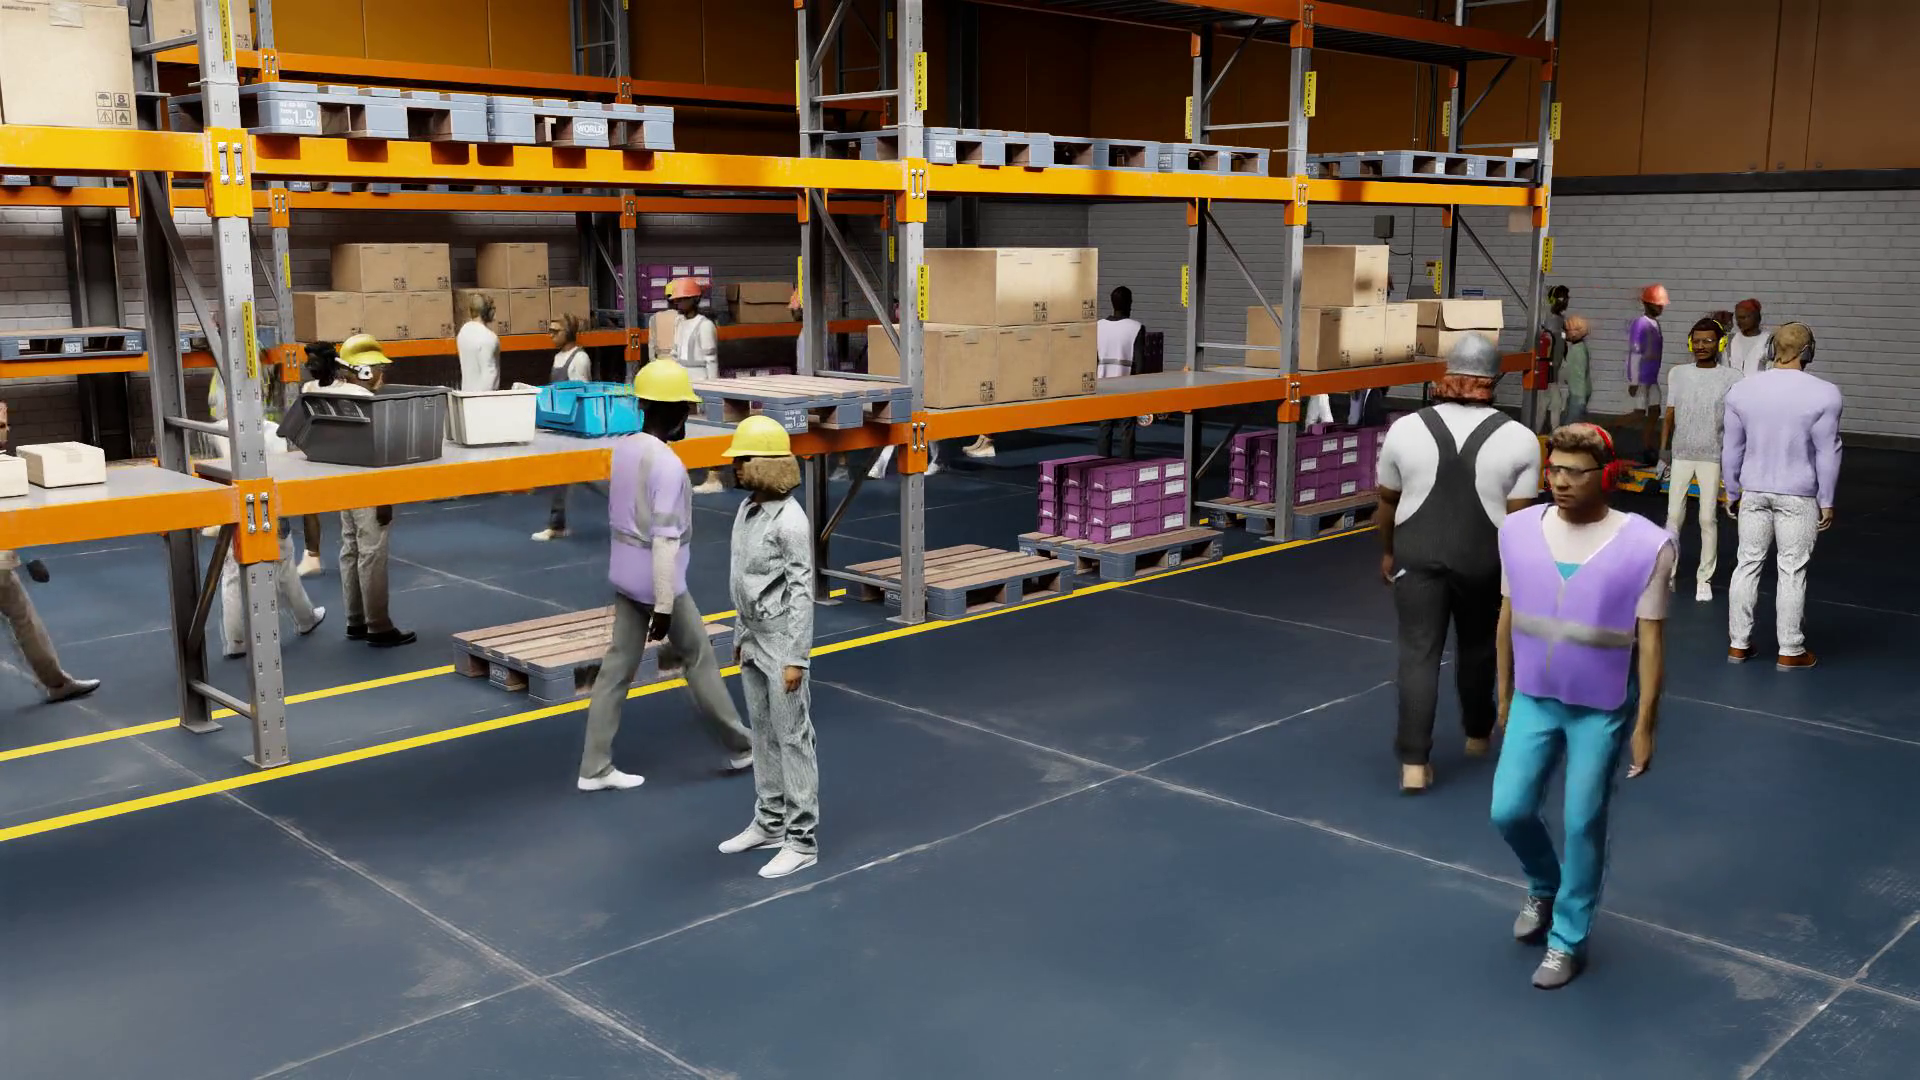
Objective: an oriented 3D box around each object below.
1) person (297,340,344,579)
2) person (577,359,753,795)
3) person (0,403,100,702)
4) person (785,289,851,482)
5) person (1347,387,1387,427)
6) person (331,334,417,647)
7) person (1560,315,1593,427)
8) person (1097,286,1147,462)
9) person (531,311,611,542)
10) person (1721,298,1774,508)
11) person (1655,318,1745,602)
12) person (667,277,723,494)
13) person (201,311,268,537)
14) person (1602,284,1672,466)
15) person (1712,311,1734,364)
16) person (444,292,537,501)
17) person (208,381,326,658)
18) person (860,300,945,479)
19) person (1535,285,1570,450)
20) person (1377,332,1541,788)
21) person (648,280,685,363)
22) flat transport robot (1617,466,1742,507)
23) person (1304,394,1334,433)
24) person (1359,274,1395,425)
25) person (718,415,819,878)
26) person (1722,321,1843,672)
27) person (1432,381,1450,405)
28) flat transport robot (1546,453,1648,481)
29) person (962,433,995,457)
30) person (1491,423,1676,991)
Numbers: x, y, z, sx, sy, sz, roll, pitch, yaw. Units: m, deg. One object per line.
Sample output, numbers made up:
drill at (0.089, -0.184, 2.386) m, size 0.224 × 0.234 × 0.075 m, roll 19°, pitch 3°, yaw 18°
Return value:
person at (-4.449, -0.550, 11.618) m, size 0.553 × 1.668 × 0.696 m, roll 5°, pitch 12°, yaw 27°
person at (-1.256, 0.157, 7.245) m, size 0.982 × 1.877 × 0.591 m, roll -8°, pitch 13°, yaw -36°
person at (-4.821, 0.107, 8.274) m, size 0.874 × 1.596 × 0.507 m, roll -10°, pitch 14°, yaw -43°
person at (-1.520, -1.474, 16.103) m, size 1.005 × 1.879 × 0.561 m, roll -4°, pitch 11°, yaw -19°
person at (4.208, -1.597, 17.109) m, size 0.533 × 1.765 × 0.329 m, roll -7°, pitch 13°, yaw -35°
person at (-3.491, -0.291, 9.799) m, size 0.404 × 1.833 × 0.591 m, roll -9°, pitch 14°, yaw -42°
person at (6.230, -1.448, 16.698) m, size 0.456 × 1.608 × 0.525 m, roll 2°, pitch 11°, yaw 12°
person at (1.526, -1.474, 16.016) m, size 0.620 × 1.916 × 0.421 m, roll 7°, pitch 12°, yaw 32°
person at (-3.014, -0.906, 13.202) m, size 0.805 × 1.822 × 0.517 m, roll -8°, pitch 13°, yaw -39°
person at (7.017, -1.189, 14.642) m, size 0.617 × 1.859 × 0.631 m, roll -8°, pitch 13°, yaw -37°
person at (4.866, -0.528, 10.992) m, size 0.507 × 1.872 × 0.329 m, roll 7°, pitch 13°, yaw 34°
person at (-2.557, -1.398, 15.333) m, size 0.829 × 2.009 × 0.614 m, roll -6°, pitch 12°, yaw -28°
person at (-5.769, -0.889, 13.113) m, size 0.733 × 1.818 × 0.640 m, roll -4°, pitch 11°, yaw -23°
person at (7.090, -1.724, 17.437) m, size 0.759 × 1.910 × 0.549 m, roll 9°, pitch 14°, yaw 41°
person at (8.130, -1.630, 17.719) m, size 0.835 × 1.592 × 0.544 m, roll 5°, pitch 12°, yaw 28°
person at (-4.388, -1.297, 15.112) m, size 0.968 × 1.903 × 0.639 m, roll -9°, pitch 14°, yaw -42°
person at (-4.080, -0.159, 9.705) m, size 0.540 × 1.593 × 0.834 m, roll 2°, pitch 11°, yaw 10°
person at (-0.516, -1.494, 16.441) m, size 1.013 × 1.810 × 0.543 m, roll -8°, pitch 13°, yaw -38°
person at (6.647, -1.872, 18.371) m, size 0.555 × 1.846 × 0.767 m, roll -10°, pitch 14°, yaw -42°
person at (2.198, 0.047, 7.390) m, size 0.693 × 2.000 × 1.019 m, roll 4°, pitch 11°, yaw 23°
person at (-3.049, -1.822, 17.898) m, size 0.594 × 1.922 × 0.386 m, roll 4°, pitch 11°, yaw 19°
flat transport robot at (6.820, -0.507, 15.236) m, size 0.652 × 0.197 × 1.431 m, roll -7°, pitch 12°, yaw -33°
person at (4.339, -2.062, 19.560) m, size 0.664 × 1.790 × 0.968 m, roll -6°, pitch 12°, yaw -28°
person at (4.980, -2.226, 20.000) m, size 0.623 × 1.962 × 0.552 m, roll -8°, pitch 13°, yaw -38°
person at (-0.728, 0.398, 6.282) m, size 0.307 × 1.745 × 0.484 m, roll -7°, pitch 12°, yaw -32°
person at (4.547, -0.239, 9.240) m, size 0.373 × 1.935 × 0.628 m, roll -9°, pitch 14°, yaw -42°
person at (4.954, -1.505, 16.639) m, size 0.530 × 1.760 × 0.340 m, roll -2°, pitch 11°, yaw -12°
flat transport robot at (6.005, -0.721, 16.408) m, size 0.652 × 0.197 × 1.431 m, roll -5°, pitch 12°, yaw -27°
person at (0.202, -1.926, 18.138) m, size 0.380 × 2.041 × 0.616 m, roll -1°, pitch 10°, yaw -6°
person at (1.961, 0.531, 5.332) m, size 0.564 × 1.831 × 0.431 m, roll 9°, pitch 14°, yaw 40°
